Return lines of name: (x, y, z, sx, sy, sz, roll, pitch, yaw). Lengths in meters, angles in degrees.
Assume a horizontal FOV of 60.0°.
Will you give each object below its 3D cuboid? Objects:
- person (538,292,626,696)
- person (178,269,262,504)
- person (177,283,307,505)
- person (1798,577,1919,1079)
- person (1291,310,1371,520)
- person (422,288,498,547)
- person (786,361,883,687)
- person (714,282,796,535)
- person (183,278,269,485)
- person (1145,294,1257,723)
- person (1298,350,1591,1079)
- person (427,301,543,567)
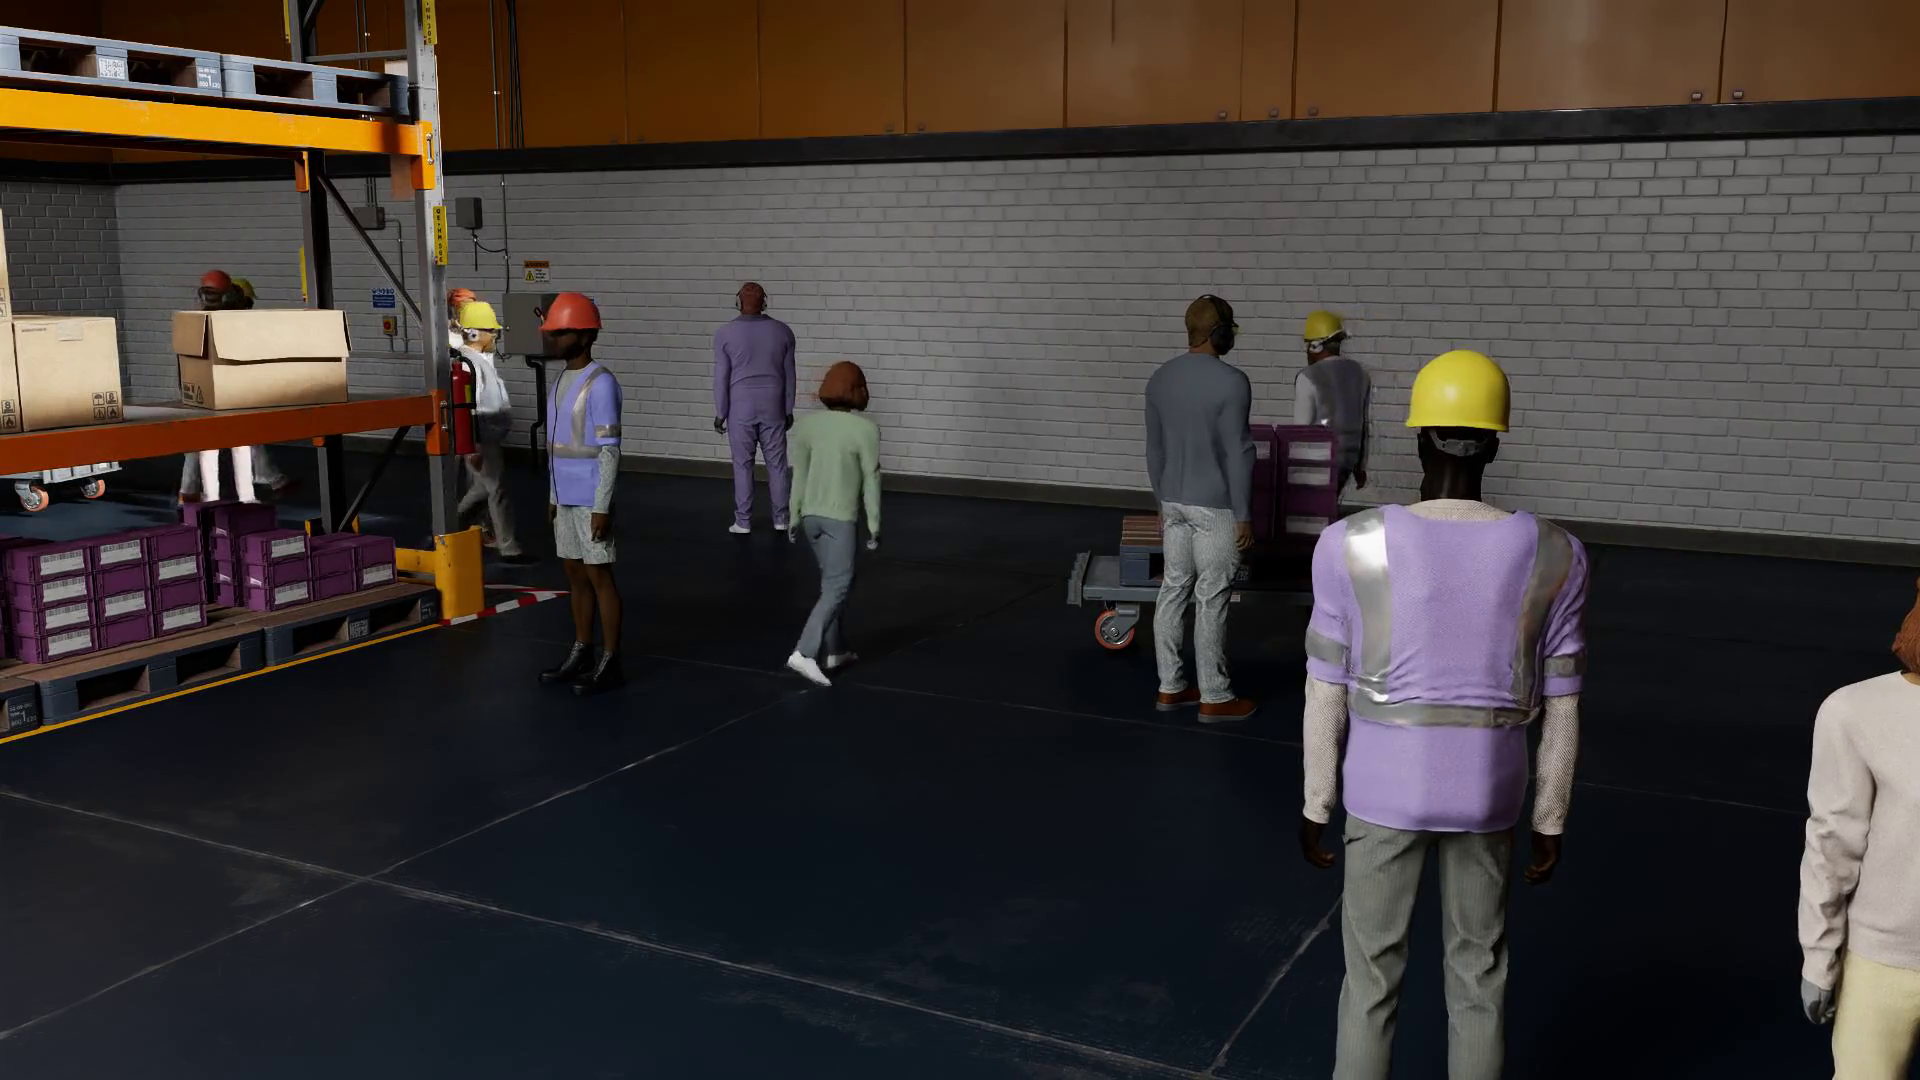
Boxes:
person: (-1.839, -0.221, 8.046, 0.349, 1.942, 0.545, -9, 13, -41)
person: (-6.043, -1.212, 13.628, 0.623, 1.990, 0.402, -1, 10, -7)
person: (-6.189, -1.238, 14.120, 0.638, 1.879, 1.053, 9, 13, 43)
person: (1.814, 0.795, 3.078, 0.493, 1.625, 0.282, 3, 10, 17)
person: (2.252, -0.481, 9.992, 0.596, 1.795, 0.854, -8, 12, -37)
person: (-3.556, -0.854, 11.899, 0.345, 1.878, 0.579, 8, 12, 37)
person: (-0.676, -0.089, 8.296, 0.514, 1.596, 0.682, 6, 12, 33)
person: (-1.555, -0.989, 12.583, 0.638, 1.911, 0.402, -4, 10, -20)
person: (-6.623, -1.421, 15.104, 0.803, 1.905, 0.582, 0, 10, -3)
person: (1.105, -0.142, 7.594, 0.370, 1.940, 0.627, -7, 12, -35)
person: (1.042, 0.550, 3.655, 0.589, 1.922, 0.390, 1, 10, 4)
person: (-3.230, -0.693, 11.170, 0.700, 1.809, 0.608, -3, 10, -15)
